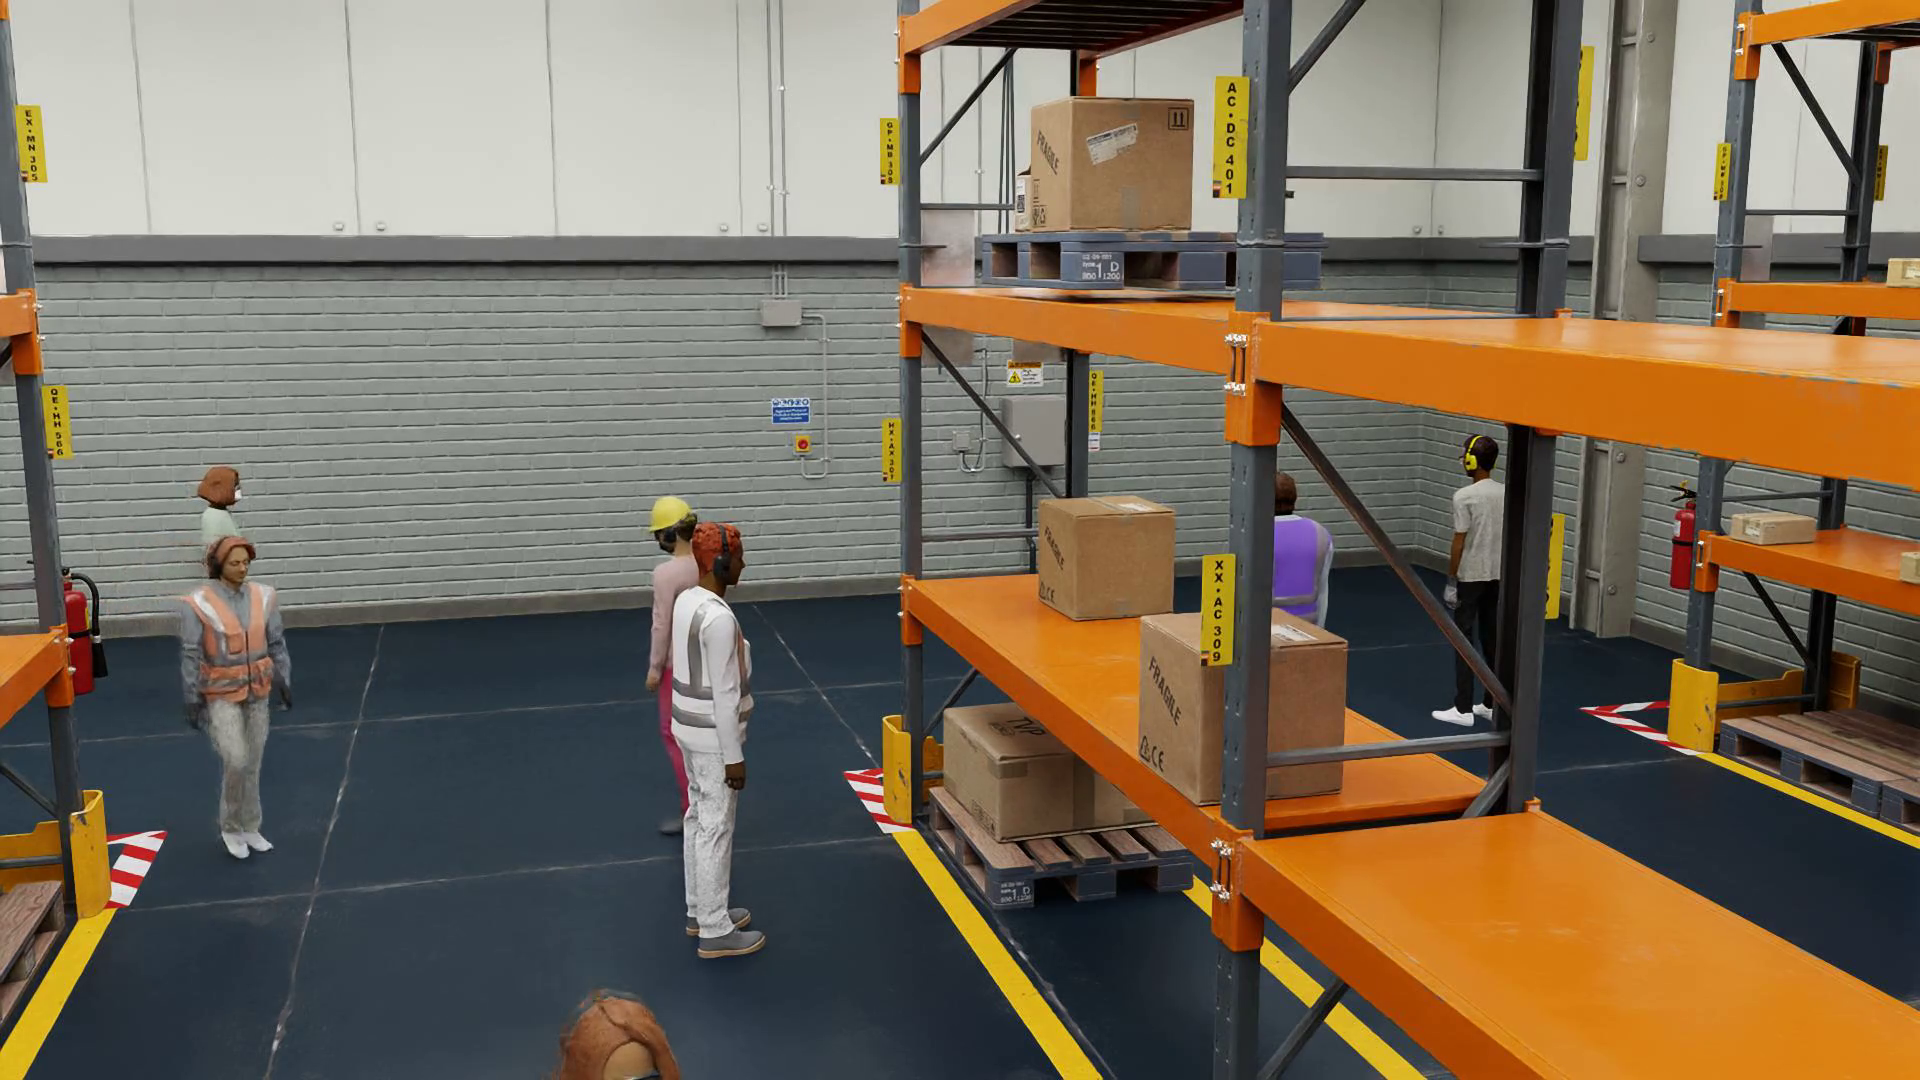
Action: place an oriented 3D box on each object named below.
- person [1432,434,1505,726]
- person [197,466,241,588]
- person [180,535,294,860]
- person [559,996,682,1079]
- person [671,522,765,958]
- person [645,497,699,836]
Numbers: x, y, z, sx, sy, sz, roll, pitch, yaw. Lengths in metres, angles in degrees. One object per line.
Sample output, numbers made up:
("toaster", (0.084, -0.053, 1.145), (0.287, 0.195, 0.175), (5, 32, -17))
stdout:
("person", (3.313, 0.257, 10.635), (0.516, 1.858, 0.324), (-6, 11, -29))
("person", (-4.801, 0.326, 10.874), (0.268, 1.630, 0.507), (-3, 10, -17))
("person", (-3.556, 0.783, 8.266), (0.433, 1.623, 0.539), (6, 12, 33))
("person", (-0.691, 1.669, 3.348), (0.507, 1.587, 0.846), (-3, 11, -19))
("person", (-1.059, 0.853, 7.179), (0.359, 1.880, 0.575), (-4, 11, -24))
("person", (-1.416, 0.654, 8.688), (0.471, 1.743, 0.602), (4, 11, 24))
